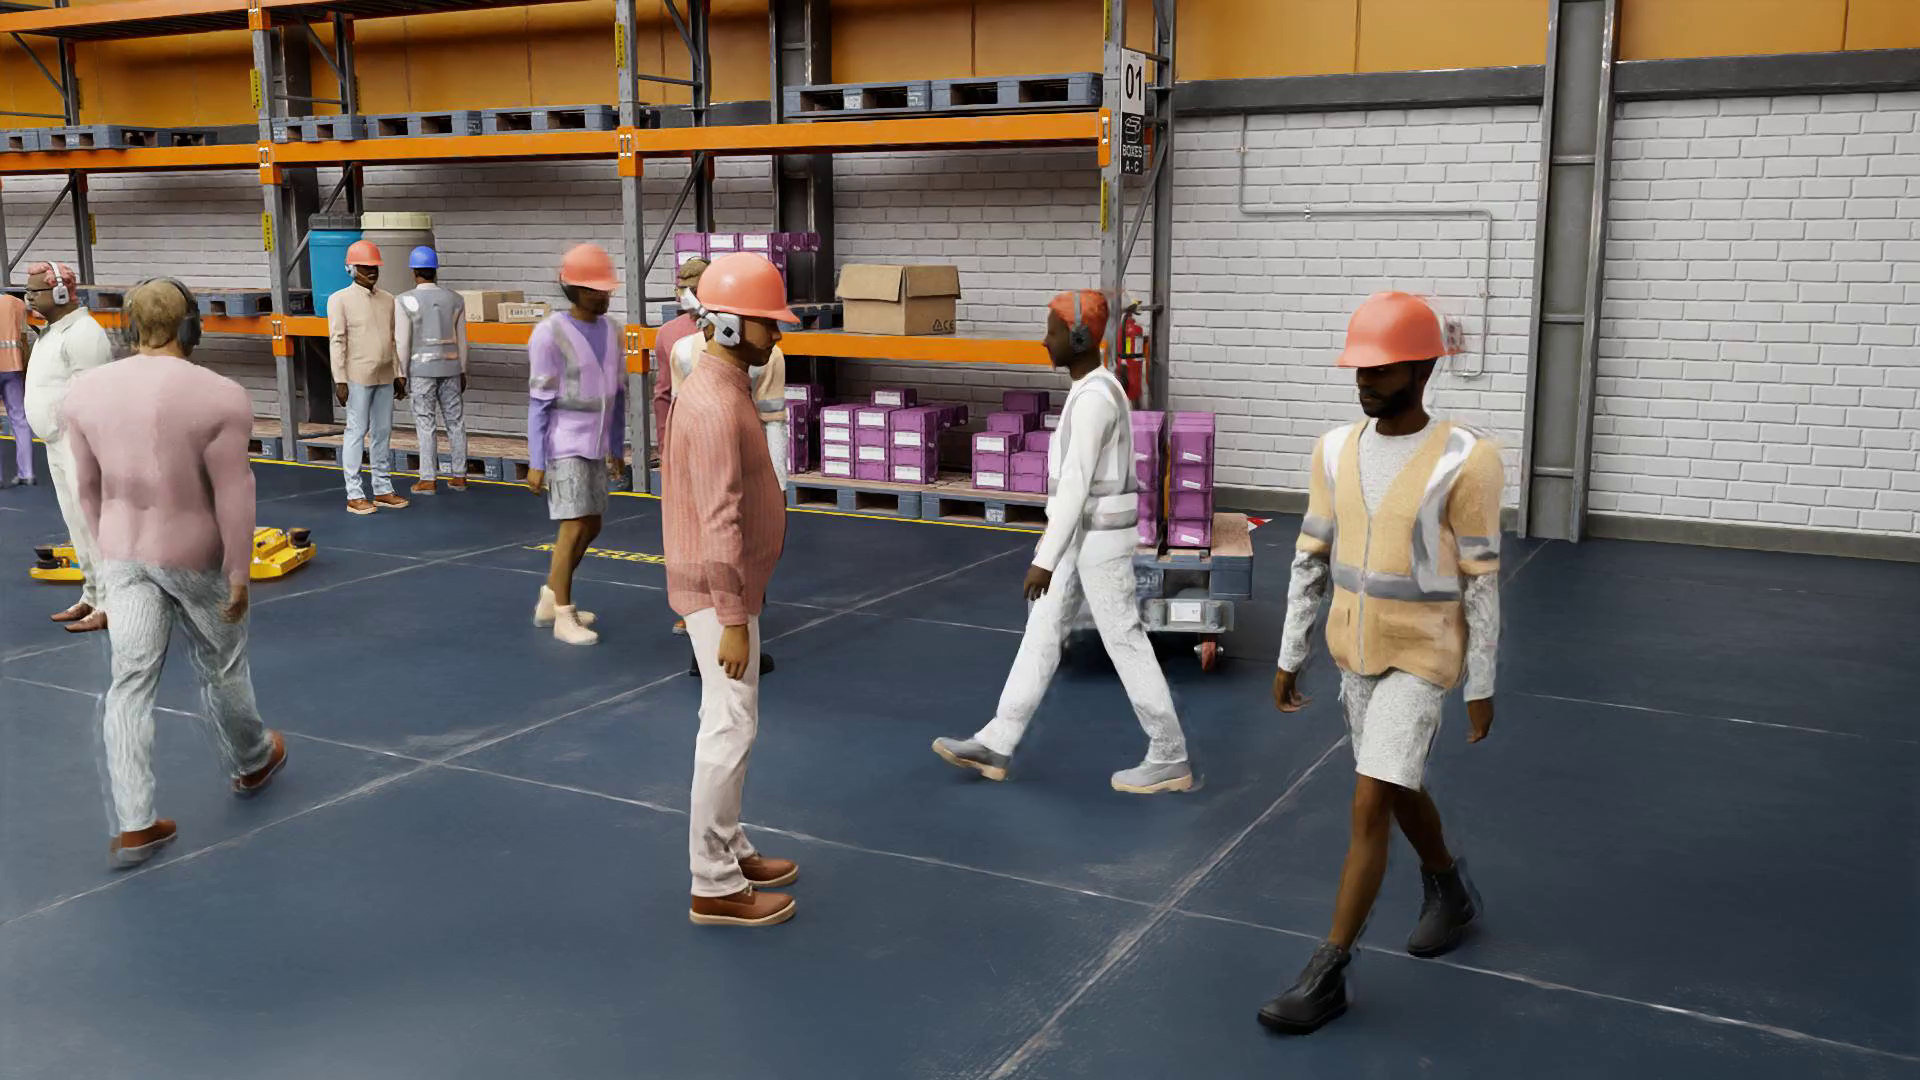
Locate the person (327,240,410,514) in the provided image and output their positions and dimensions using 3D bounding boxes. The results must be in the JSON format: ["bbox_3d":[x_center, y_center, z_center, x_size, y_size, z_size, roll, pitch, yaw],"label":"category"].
[{"bbox_3d":[-4.349,-1.197,12.260,0.390,1.992,0.624,5,12,26],"label":"person"}]

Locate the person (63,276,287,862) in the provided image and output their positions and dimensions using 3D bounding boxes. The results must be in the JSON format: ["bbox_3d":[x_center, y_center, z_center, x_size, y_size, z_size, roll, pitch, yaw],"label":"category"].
[{"bbox_3d":[-2.660,0.063,5.652,0.645,1.886,1.012,0,10,-2],"label":"person"}]

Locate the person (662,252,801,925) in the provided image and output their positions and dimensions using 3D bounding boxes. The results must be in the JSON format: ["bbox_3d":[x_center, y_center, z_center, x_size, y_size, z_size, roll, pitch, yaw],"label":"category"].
[{"bbox_3d":[-0.662,0.157,4.896,0.411,1.980,0.626,-2,10,-8],"label":"person"}]

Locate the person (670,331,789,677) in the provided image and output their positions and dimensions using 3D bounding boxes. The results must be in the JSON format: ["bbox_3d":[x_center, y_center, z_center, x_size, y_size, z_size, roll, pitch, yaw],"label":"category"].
[{"bbox_3d":[-1.041,-0.313,7.617,0.553,1.923,0.391,2,11,11],"label":"person"}]

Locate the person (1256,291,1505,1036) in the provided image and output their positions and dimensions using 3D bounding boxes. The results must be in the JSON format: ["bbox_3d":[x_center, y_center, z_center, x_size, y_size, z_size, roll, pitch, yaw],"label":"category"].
[{"bbox_3d":[1.155,0.286,4.429,0.987,1.892,0.562,-8,13,-38],"label":"person"}]

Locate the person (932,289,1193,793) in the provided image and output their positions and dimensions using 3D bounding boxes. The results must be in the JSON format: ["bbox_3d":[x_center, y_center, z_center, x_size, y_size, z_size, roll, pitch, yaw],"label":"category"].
[{"bbox_3d":[0.411,0.022,6.015,0.978,1.833,0.593,0,10,1],"label":"person"}]

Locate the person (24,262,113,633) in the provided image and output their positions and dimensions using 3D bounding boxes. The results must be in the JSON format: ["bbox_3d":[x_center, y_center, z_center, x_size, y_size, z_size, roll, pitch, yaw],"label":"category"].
[{"bbox_3d":[-4.590,-0.476,8.591,0.635,1.900,0.398,10,14,44],"label":"person"}]

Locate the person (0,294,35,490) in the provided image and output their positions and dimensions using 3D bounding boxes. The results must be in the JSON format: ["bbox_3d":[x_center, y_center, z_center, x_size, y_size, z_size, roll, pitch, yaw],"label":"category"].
[{"bbox_3d":[-7.731,-1.319,13.359,0.394,1.839,0.561,7,12,32],"label":"person"}]

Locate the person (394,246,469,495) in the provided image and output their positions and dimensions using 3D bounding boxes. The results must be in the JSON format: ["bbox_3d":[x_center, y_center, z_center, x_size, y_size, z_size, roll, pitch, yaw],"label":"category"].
[{"bbox_3d":[-4.164,-1.329,13.107,0.605,1.948,0.404,-10,14,-43],"label":"person"}]

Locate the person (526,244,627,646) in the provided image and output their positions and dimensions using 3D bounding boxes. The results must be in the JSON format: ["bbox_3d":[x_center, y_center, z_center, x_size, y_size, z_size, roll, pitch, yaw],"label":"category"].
[{"bbox_3d":[-1.937,-0.466,8.305,0.721,1.998,0.666,5,12,27],"label":"person"}]

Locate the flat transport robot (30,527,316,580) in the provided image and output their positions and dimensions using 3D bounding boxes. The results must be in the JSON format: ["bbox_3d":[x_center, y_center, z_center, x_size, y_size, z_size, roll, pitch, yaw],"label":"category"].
[{"bbox_3d":[-4.720,0.073,10.028,1.431,0.197,0.652,-1,10,-4],"label":"flat transport robot"}]
